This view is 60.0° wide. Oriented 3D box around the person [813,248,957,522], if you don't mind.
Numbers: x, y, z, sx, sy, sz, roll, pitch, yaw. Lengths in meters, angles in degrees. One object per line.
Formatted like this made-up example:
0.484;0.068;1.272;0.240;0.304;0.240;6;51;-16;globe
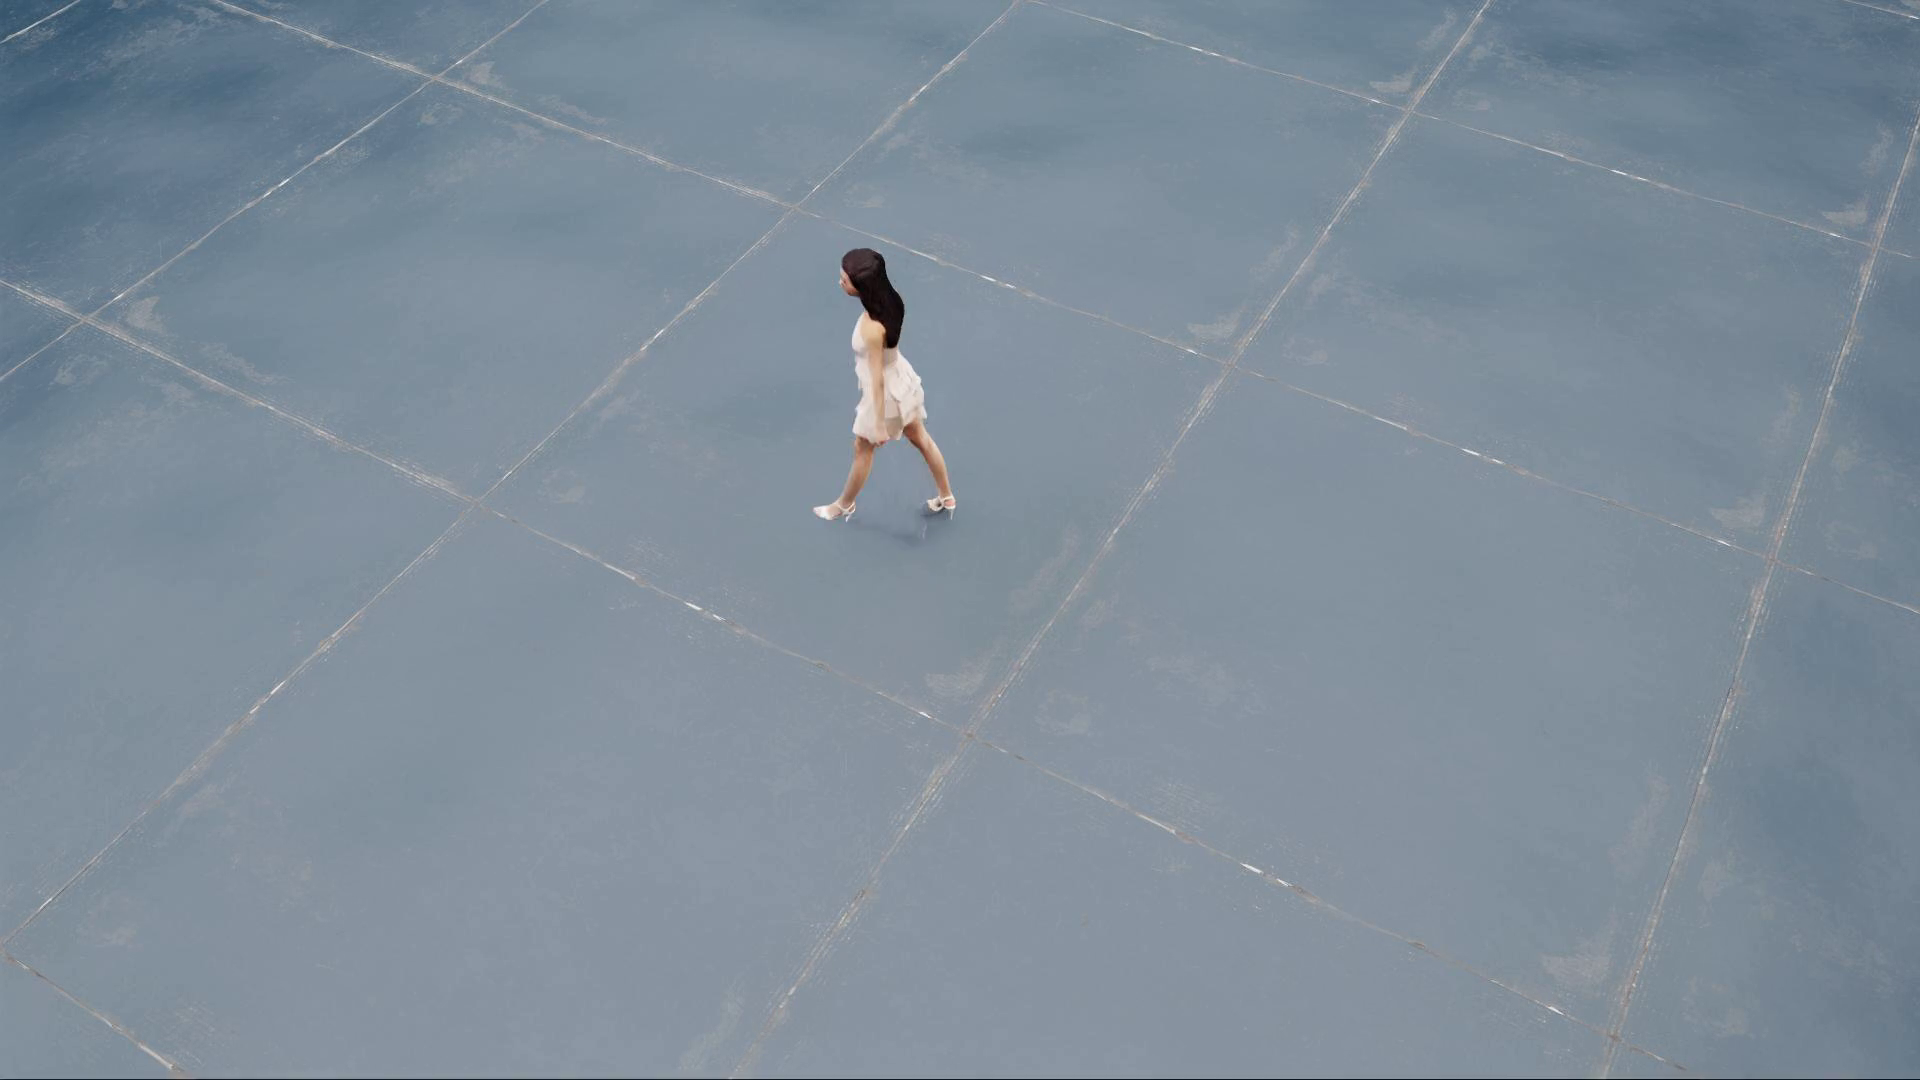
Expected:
-0.276;-0.671;8.033;1.052;1.696;0.871;14;49;12;person
